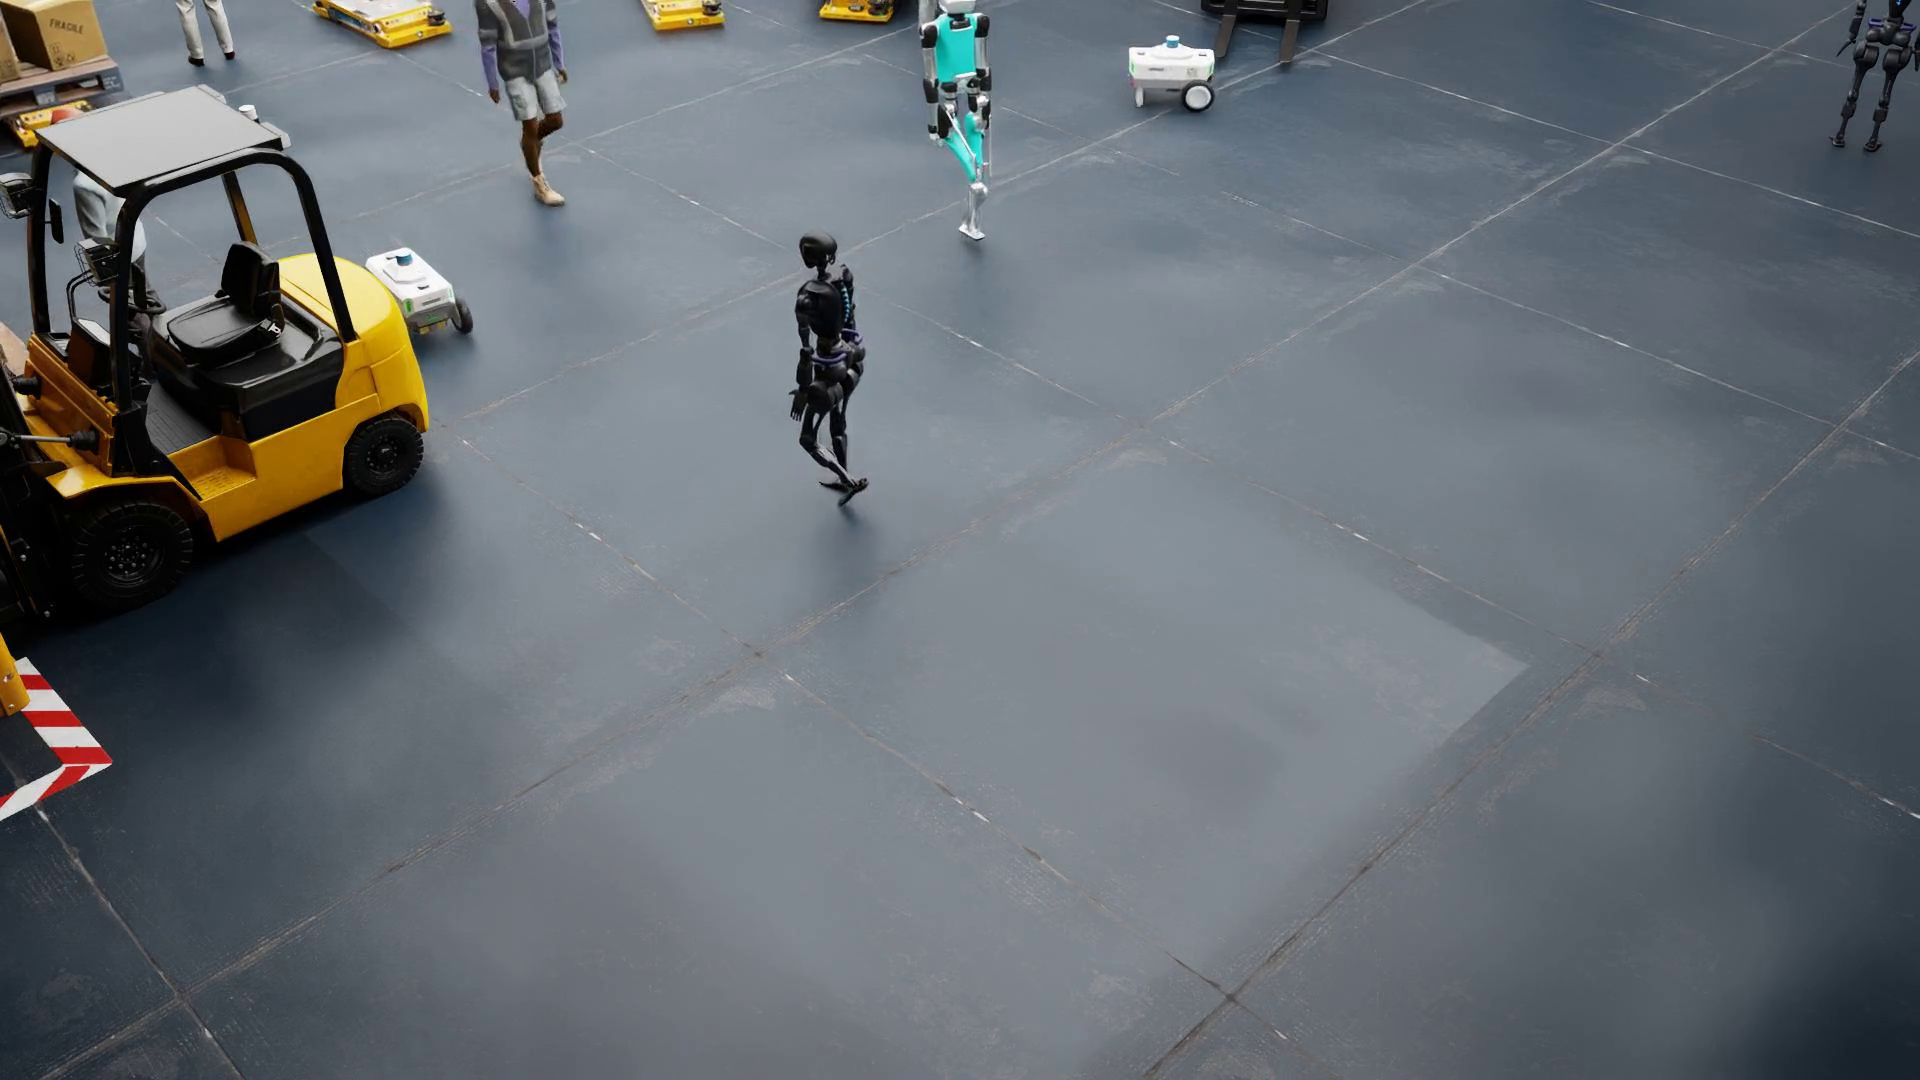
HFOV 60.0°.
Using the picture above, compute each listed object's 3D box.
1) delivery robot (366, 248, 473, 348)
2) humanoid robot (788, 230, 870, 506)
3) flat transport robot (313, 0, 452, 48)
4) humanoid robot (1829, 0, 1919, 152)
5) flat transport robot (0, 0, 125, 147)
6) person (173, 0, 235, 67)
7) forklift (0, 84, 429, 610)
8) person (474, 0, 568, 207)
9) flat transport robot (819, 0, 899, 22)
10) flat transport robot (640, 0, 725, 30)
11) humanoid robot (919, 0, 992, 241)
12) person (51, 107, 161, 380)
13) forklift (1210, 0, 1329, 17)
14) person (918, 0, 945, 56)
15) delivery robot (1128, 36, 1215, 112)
[{"bbox_3d":[-3.593,-1.616,10.919,0.499,0.592,0.783,-25,43,-30],"label":"delivery robot"},{"bbox_3d":[-0.672,-0.933,9.069,0.387,1.641,0.610,17,40,21],"label":"humanoid robot"},{"bbox_3d":[-5.454,-4.964,15.641,0.659,0.231,1.431,-30,46,-34],"label":"flat transport robot"},{"bbox_3d":[7.237,-3.896,13.023,0.599,1.657,0.315,17,40,22],"label":"humanoid robot"},{"bbox_3d":[-7.701,-3.657,13.892,0.659,0.231,1.431,-26,44,-30],"label":"flat transport robot"},{"bbox_3d":[-6.736,-5.032,14.468,0.549,1.783,0.384,-23,42,-27],"label":"person"},{"bbox_3d":[-4.145,-1.093,8.856,2.313,2.155,1.214,-31,47,-34],"label":"forklift"},{"bbox_3d":[-3.198,-3.467,12.173,0.628,2.024,0.630,-28,45,-32],"label":"person"},{"bbox_3d":[-0.876,-5.379,16.197,0.659,0.231,1.431,6,37,8],"label":"flat transport robot"},{"bbox_3d":[-2.753,-5.265,16.044,0.659,0.231,1.431,-12,38,-15],"label":"flat transport robot"},{"bbox_3d":[0.103,-2.856,11.620,0.537,1.797,0.804,-21,41,-25],"label":"humanoid robot"},{"bbox_3d":[-5.185,-1.808,10.188,0.347,1.739,0.571,-3,37,-4],"label":"person"},{"bbox_3d":[3.106,-6.400,15.960,1.214,2.155,2.313,8,37,10],"label":"forklift"},{"bbox_3d":[-0.192,-5.160,14.531,0.697,1.912,0.539,-18,40,-23],"label":"person"},{"bbox_3d":[1.784,-3.958,14.048,0.730,0.585,0.518,2,37,3],"label":"delivery robot"}]
